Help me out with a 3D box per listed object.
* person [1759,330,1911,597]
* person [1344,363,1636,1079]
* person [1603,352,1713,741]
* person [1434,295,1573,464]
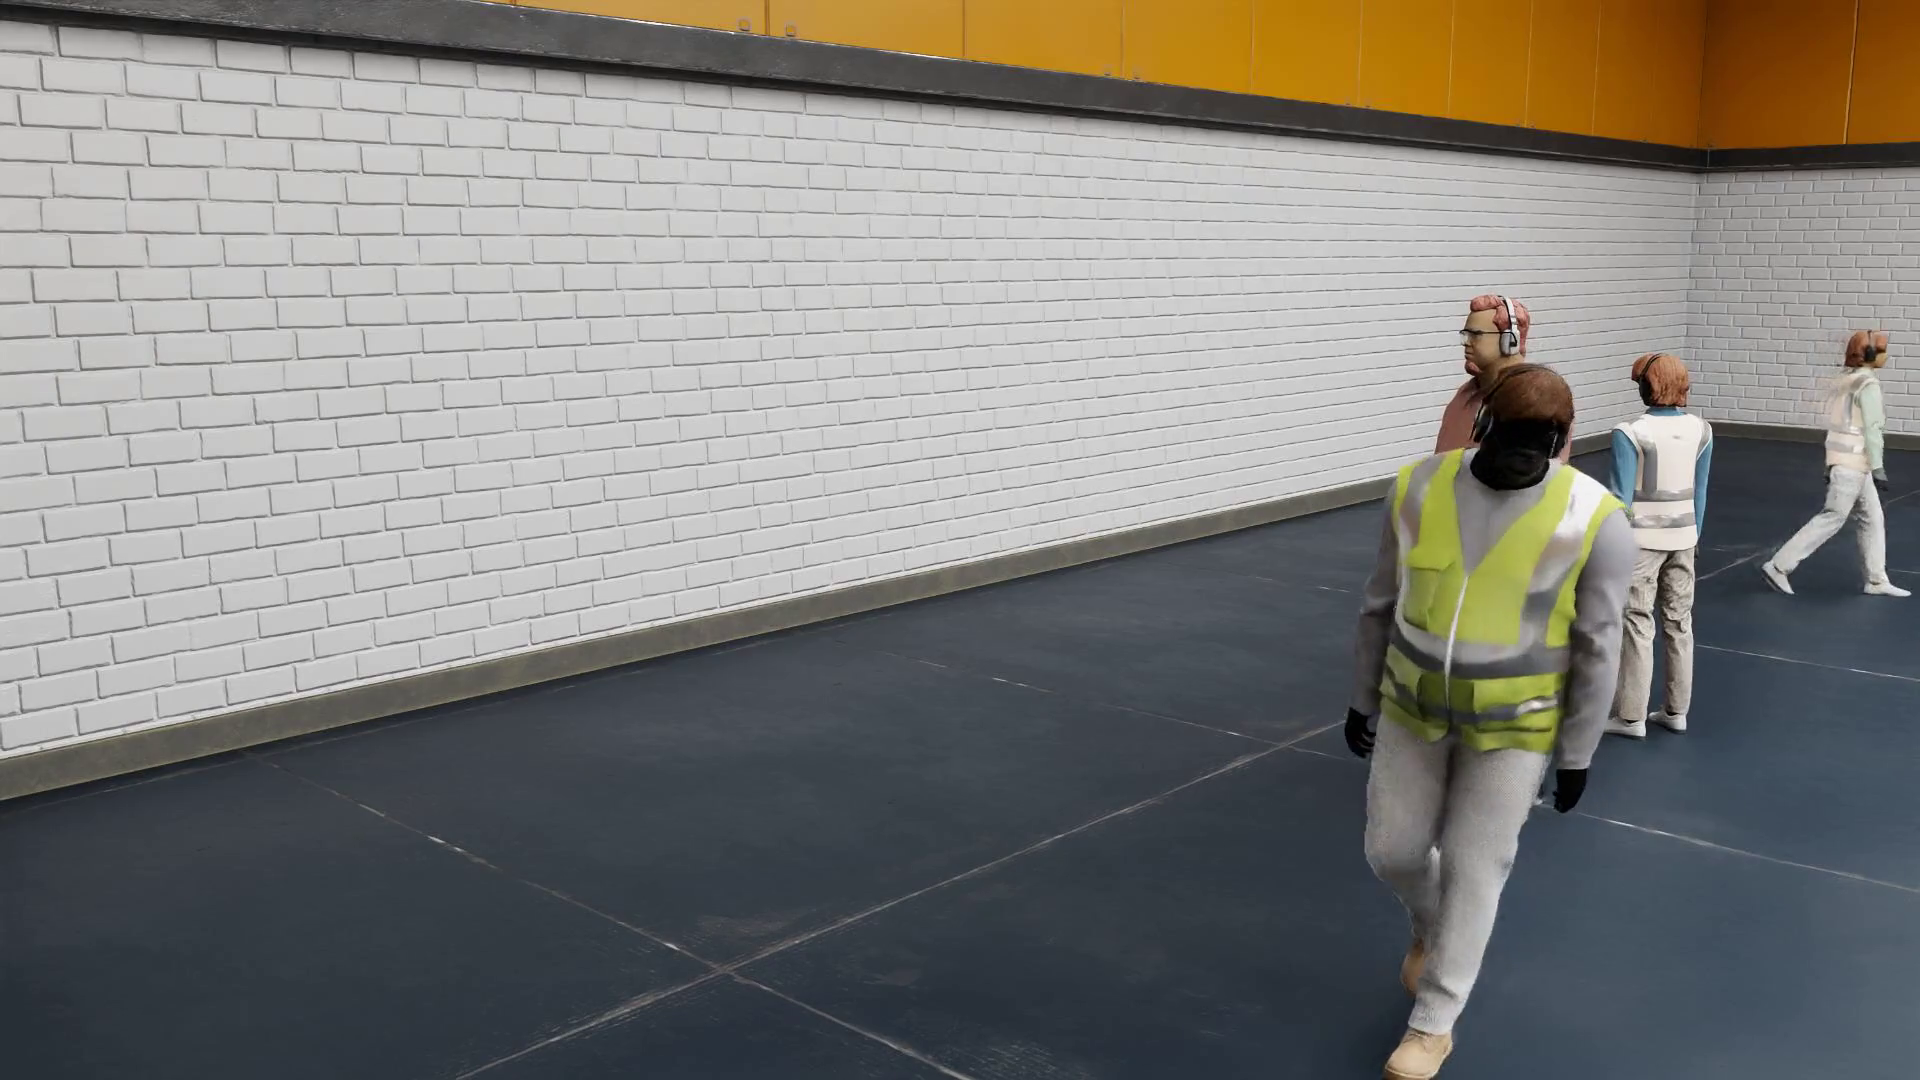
[{"bbox_3d":[5.244,-0.448,9.881,0.814,1.604,0.508,3,10,17],"label":"person"},{"bbox_3d":[1.321,0.452,4.198,0.675,1.812,0.554,7,12,36],"label":"person"},{"bbox_3d":[2.935,0.031,7.046,0.522,1.638,0.311,-4,11,-21],"label":"person"},{"bbox_3d":[1.914,0.064,6.099,0.409,1.908,0.639,-3,10,-15],"label":"person"}]
